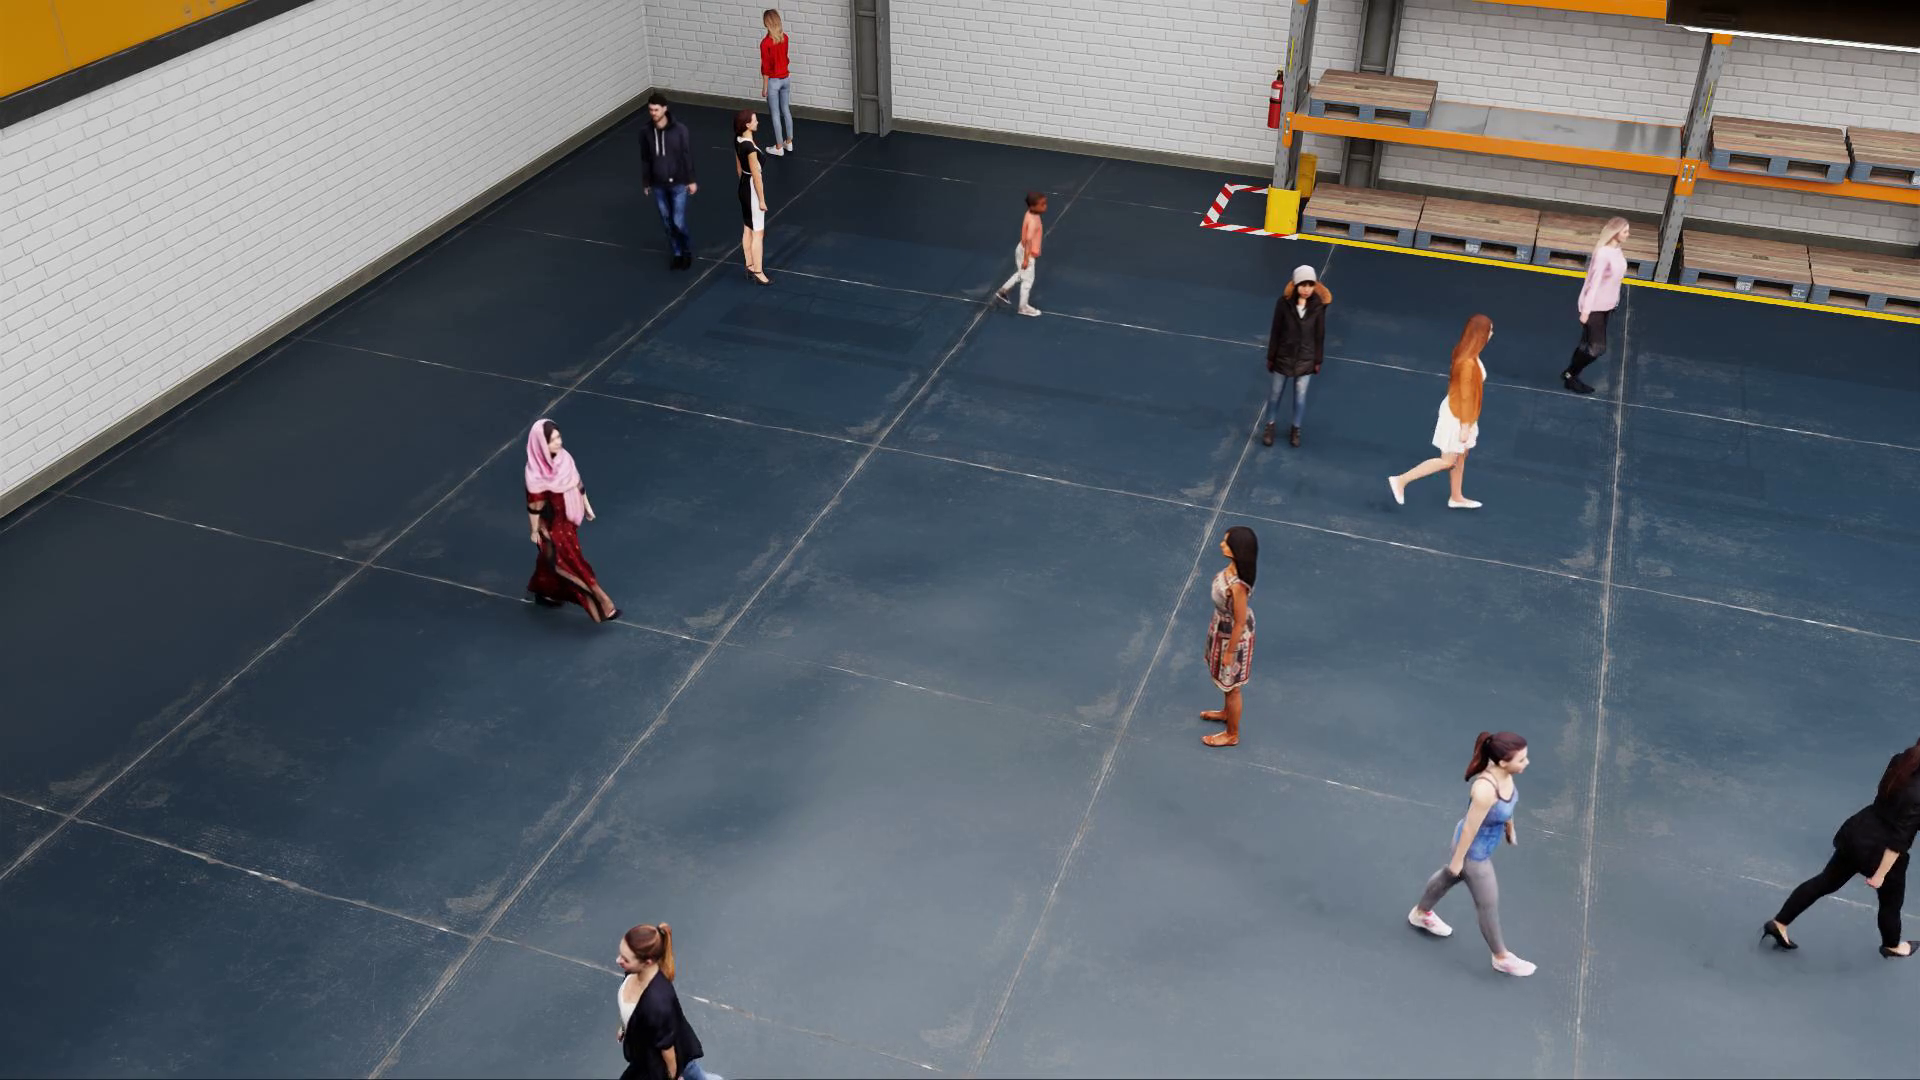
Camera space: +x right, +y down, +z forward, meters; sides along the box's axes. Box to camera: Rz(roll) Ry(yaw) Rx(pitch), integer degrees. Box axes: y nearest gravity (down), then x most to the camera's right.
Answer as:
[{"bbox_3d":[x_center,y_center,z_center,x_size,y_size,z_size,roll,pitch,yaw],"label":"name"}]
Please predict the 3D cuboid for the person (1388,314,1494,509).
[{"bbox_3d":[3.809,-0.962,12.997,1.025,1.701,0.704,6,34,9],"label":"person"}]

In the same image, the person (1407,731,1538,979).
[{"bbox_3d":[2.770,1.660,9.164,1.035,1.575,0.717,19,38,27],"label":"person"}]

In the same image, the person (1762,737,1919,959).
[{"bbox_3d":[4.879,1.705,9.068,1.152,1.608,0.840,4,34,7],"label":"person"}]

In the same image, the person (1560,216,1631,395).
[{"bbox_3d":[5.543,-2.081,14.700,0.694,1.679,0.704,25,41,32],"label":"person"}]

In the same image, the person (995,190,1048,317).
[{"bbox_3d":[0.603,-2.784,16.105,0.762,1.294,0.597,1,34,1],"label":"person"}]

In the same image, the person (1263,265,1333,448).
[{"bbox_3d":[2.801,-1.550,13.945,0.605,1.631,0.741,4,34,6],"label":"person"}]

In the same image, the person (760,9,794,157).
[{"bbox_3d":[-2.174,-5.420,19.700,0.593,1.704,0.670,22,39,29],"label":"person"}]

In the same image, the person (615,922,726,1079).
[{"bbox_3d":[-1.344,2.425,7.956,1.201,1.641,1.023,-8,34,-12],"label":"person"}]

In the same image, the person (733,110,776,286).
[{"bbox_3d":[-2.077,-3.414,16.600,0.703,1.796,0.623,-17,37,-24],"label":"person"}]

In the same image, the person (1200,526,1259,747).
[{"bbox_3d":[1.750,0.609,10.684,0.604,1.645,0.694,4,34,6],"label":"person"}]

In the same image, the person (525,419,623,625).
[{"bbox_3d":[-2.932,-0.155,11.856,1.067,1.619,0.684,13,36,19],"label":"person"}]

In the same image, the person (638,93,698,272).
[{"bbox_3d":[-2.907,-3.652,16.889,0.602,1.872,0.799,7,34,10],"label":"person"}]
